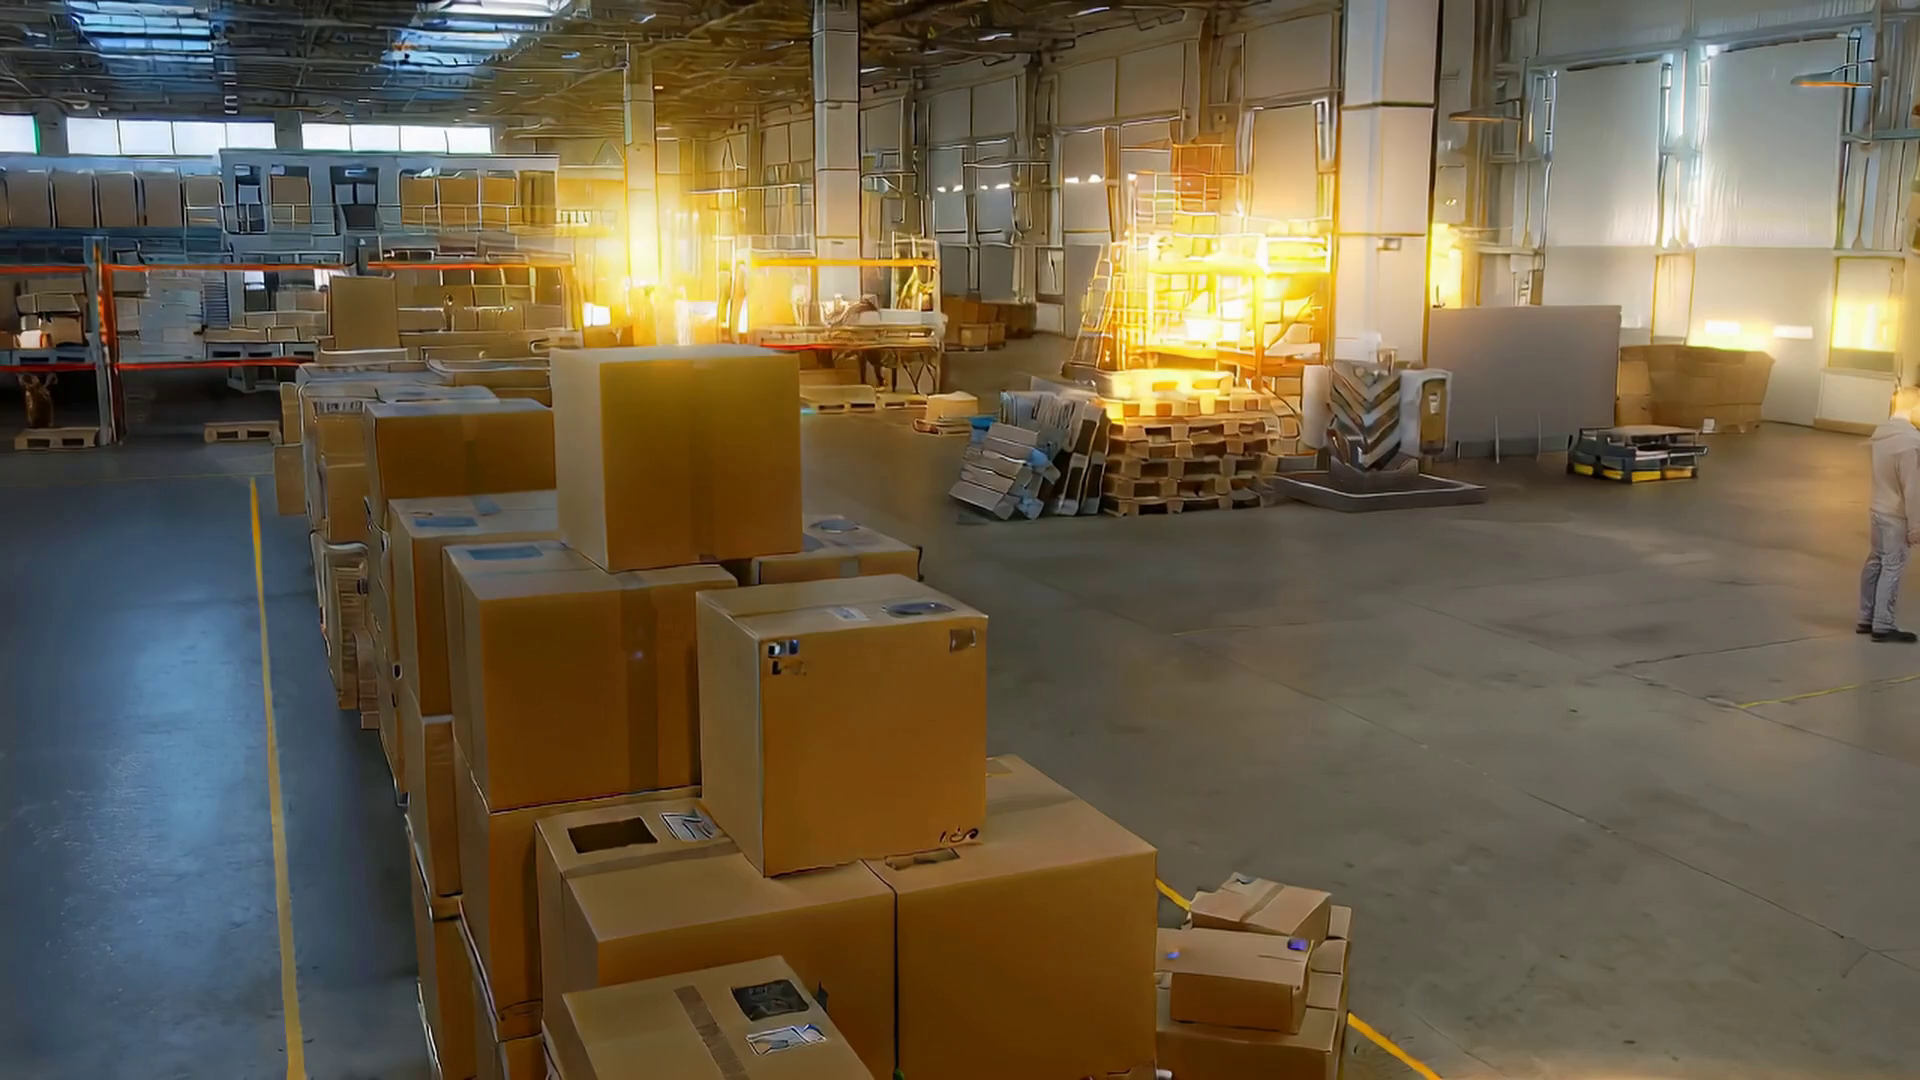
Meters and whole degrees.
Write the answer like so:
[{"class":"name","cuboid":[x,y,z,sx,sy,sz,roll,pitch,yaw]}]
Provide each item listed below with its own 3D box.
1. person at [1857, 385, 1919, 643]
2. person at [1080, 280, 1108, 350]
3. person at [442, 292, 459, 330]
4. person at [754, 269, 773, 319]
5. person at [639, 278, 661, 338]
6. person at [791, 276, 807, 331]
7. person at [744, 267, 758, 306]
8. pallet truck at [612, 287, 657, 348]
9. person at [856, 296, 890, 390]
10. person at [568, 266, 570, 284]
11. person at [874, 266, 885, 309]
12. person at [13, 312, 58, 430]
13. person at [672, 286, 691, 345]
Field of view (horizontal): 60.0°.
[{"class":"person","cuboid":[6.966,-0.188,12.368,0.383,1.928,0.635,0,10,2]},{"class":"person","cuboid":[3.544,-6.000,44.499,0.611,1.876,0.992,-7,13,-36]},{"class":"person","cuboid":[-11.175,-4.499,36.399,0.458,1.838,0.651,-4,11,-19]},{"class":"person","cuboid":[-7.382,-9.168,61.939,0.957,1.888,0.569,3,11,14]},{"class":"person","cuboid":[-9.295,-6.937,49.834,0.650,1.819,0.638,-3,11,-18]},{"class":"person","cuboid":[-4.964,-7.182,51.158,0.627,1.837,0.430,10,14,43]},{"class":"person","cuboid":[-9.235,-11.302,73.552,0.615,1.942,0.407,3,11,17]},{"class":"pallet truck","cuboid":[-6.464,-4.406,35.401,0.823,1.965,1.885,6,12,32]},{"class":"person","cuboid":[-1.716,-3.820,32.483,0.616,1.876,0.958,5,12,27]},{"class":"person","cuboid":[-16.821,-10.967,71.880,0.350,1.883,0.583,-7,13,-36]},{"class":"person","cuboid":[-2.966,-9.254,62.161,0.450,1.989,0.660,5,12,27]},{"class":"person","cuboid":[-14.127,-2.544,25.457,0.585,1.882,0.340,-2,10,-10]},{"class":"person","cuboid":[-6.212,-4.709,37.236,0.353,1.937,0.635,3,11,17]}]
